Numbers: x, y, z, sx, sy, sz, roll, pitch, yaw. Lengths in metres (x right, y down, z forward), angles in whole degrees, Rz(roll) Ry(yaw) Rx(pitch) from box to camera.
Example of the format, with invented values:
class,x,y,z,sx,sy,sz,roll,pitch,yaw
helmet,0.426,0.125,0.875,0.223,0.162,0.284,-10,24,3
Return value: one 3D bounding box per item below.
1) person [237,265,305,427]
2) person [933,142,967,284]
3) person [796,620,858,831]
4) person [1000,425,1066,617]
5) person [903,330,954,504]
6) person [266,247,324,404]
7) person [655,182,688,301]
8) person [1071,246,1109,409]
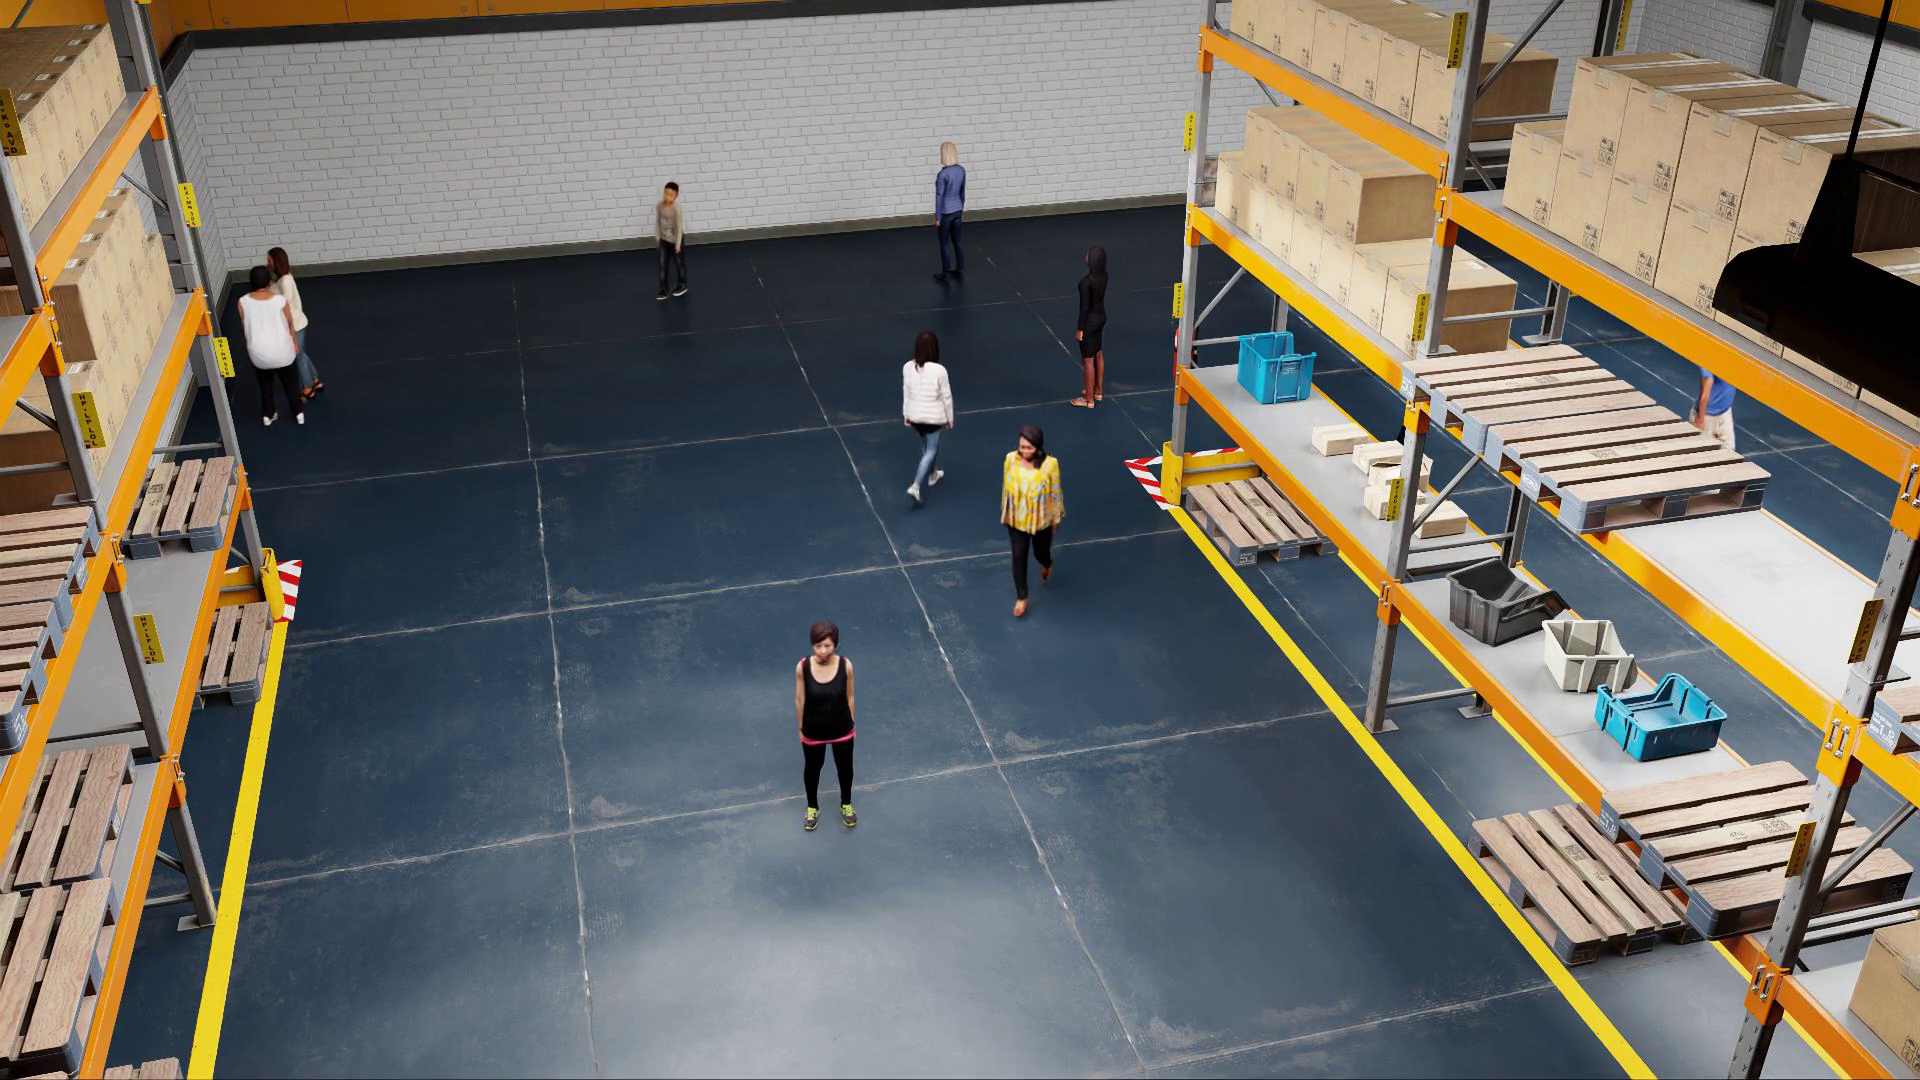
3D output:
class,x,y,z,sx,sy,sz,roll,pitch,yaw
person,-6.891,-1.935,16.698,0.727,1.684,0.702,-4,29,-7
person,-0.121,-4.046,20.505,0.730,1.743,0.720,24,36,36
person,-0.884,1.214,11.061,0.558,1.553,0.535,-4,29,-7
person,0.603,-0.197,13.561,0.952,1.636,1.055,8,30,15
person,-0.330,-1.115,15.270,1.019,1.612,1.126,12,31,22
person,-6.920,-2.244,17.262,0.724,1.686,0.557,-13,31,-22
person,-3.465,-3.625,20.054,0.805,1.437,0.897,15,32,26
person,1.355,-2.217,17.177,0.727,1.721,0.672,16,33,27
